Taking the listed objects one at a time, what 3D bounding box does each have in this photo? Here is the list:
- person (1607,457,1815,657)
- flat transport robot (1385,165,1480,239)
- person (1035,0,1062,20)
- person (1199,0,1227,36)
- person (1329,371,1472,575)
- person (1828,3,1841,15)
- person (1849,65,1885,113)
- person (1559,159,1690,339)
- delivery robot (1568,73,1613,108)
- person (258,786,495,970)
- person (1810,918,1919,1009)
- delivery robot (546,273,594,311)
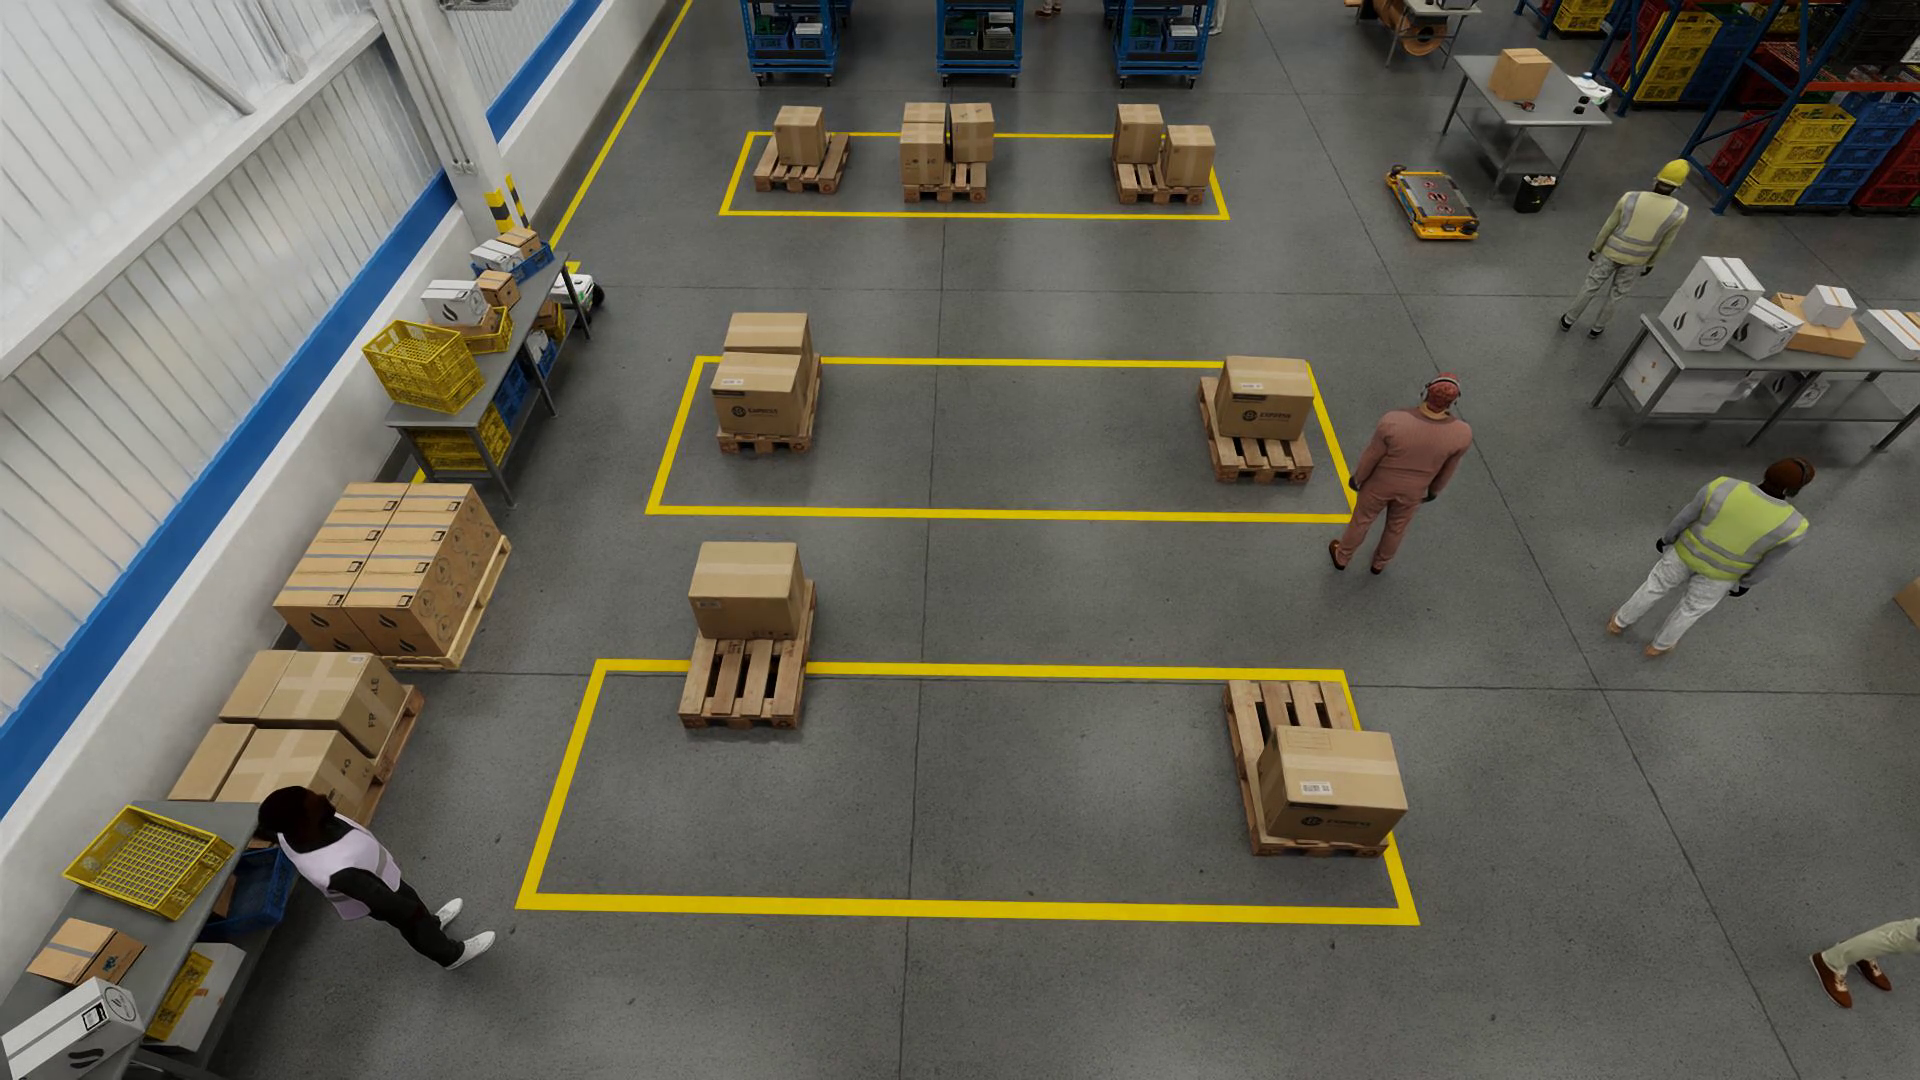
[{"bbox_3d":[5.212,0.125,6.377,0.429,1.839,0.634,-31,56,-24],"label":"person"},{"bbox_3d":[5.692,-4.094,11.059,0.652,0.197,1.431,1,49,1],"label":"flat transport robot"},{"bbox_3d":[1.477,-9.382,14.504,0.382,1.995,0.612,36,58,27],"label":"person"},{"bbox_3d":[4.055,-8.744,14.186,0.314,1.636,0.515,-10,50,-9],"label":"person"},{"bbox_3d":[3.264,-0.463,6.842,0.655,1.906,0.407,10,50,8],"label":"person"},{"bbox_3d":[13.945,-8.722,14.007,0.575,1.881,0.356,-26,54,-21],"label":"person"},{"bbox_3d":[11.824,-6.157,11.759,0.375,1.931,0.641,19,52,16],"label":"person"},{"bbox_3d":[6.479,-2.802,8.915,0.591,1.833,0.403,26,54,21],"label":"person"},{"bbox_3d":[8.515,-6.159,12.600,0.477,0.478,0.707,-36,58,-27],"label":"delivery robot"},{"bbox_3d":[-3.108,1.816,4.860,0.592,1.922,0.392,30,56,23],"label":"person"},{"bbox_3d":[5.295,1.972,4.759,0.513,1.871,0.329,-11,50,-9],"label":"person"},{"bbox_3d":[-4.188,-2.600,9.520,0.707,0.478,0.477,3,49,2],"label":"delivery robot"}]
